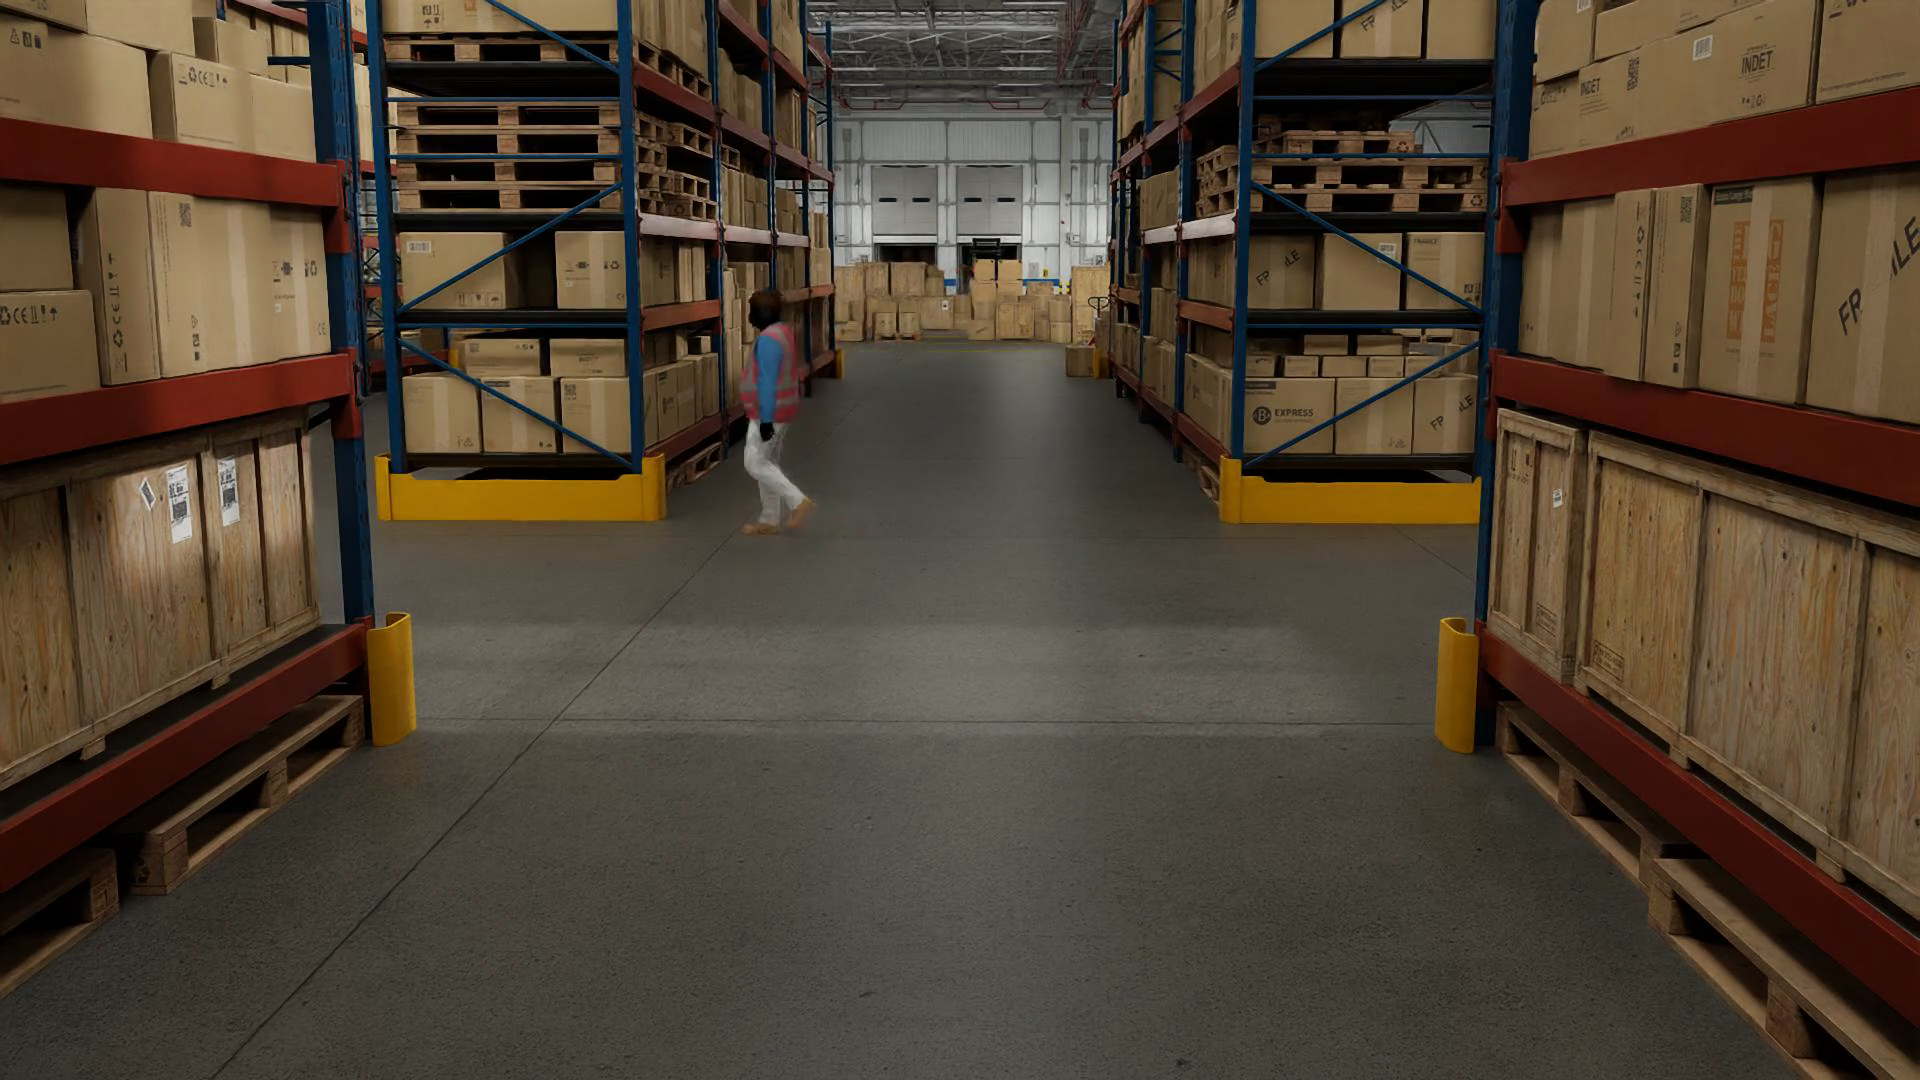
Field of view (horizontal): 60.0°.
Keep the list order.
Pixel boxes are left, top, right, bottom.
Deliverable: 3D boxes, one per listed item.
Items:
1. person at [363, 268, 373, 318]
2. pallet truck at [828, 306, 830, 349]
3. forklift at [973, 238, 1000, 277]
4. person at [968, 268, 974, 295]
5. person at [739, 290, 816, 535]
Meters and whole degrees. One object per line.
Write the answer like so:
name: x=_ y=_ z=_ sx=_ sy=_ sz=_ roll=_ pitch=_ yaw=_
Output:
person: x=-21.565 y=-8.968 z=60.427 sx=0.529 sy=1.822 sz=0.694 roll=-5 pitch=11 yaw=-26
pallet truck: x=-3.100 y=-3.940 z=29.800 sx=1.885 sy=1.965 sz=0.823 roll=3 pitch=10 yaw=19
forklift: x=0.885 y=-8.689 z=55.609 sx=1.129 sy=2.768 sz=1.873 roll=0 pitch=9 yaw=1
person: x=0.457 y=-7.751 z=52.983 sx=1.014 sy=1.882 sz=0.567 roll=0 pitch=9 yaw=1
person: x=-1.366 y=-0.916 z=12.197 sx=0.491 sy=1.823 sz=0.643 roll=0 pitch=9 yaw=2
